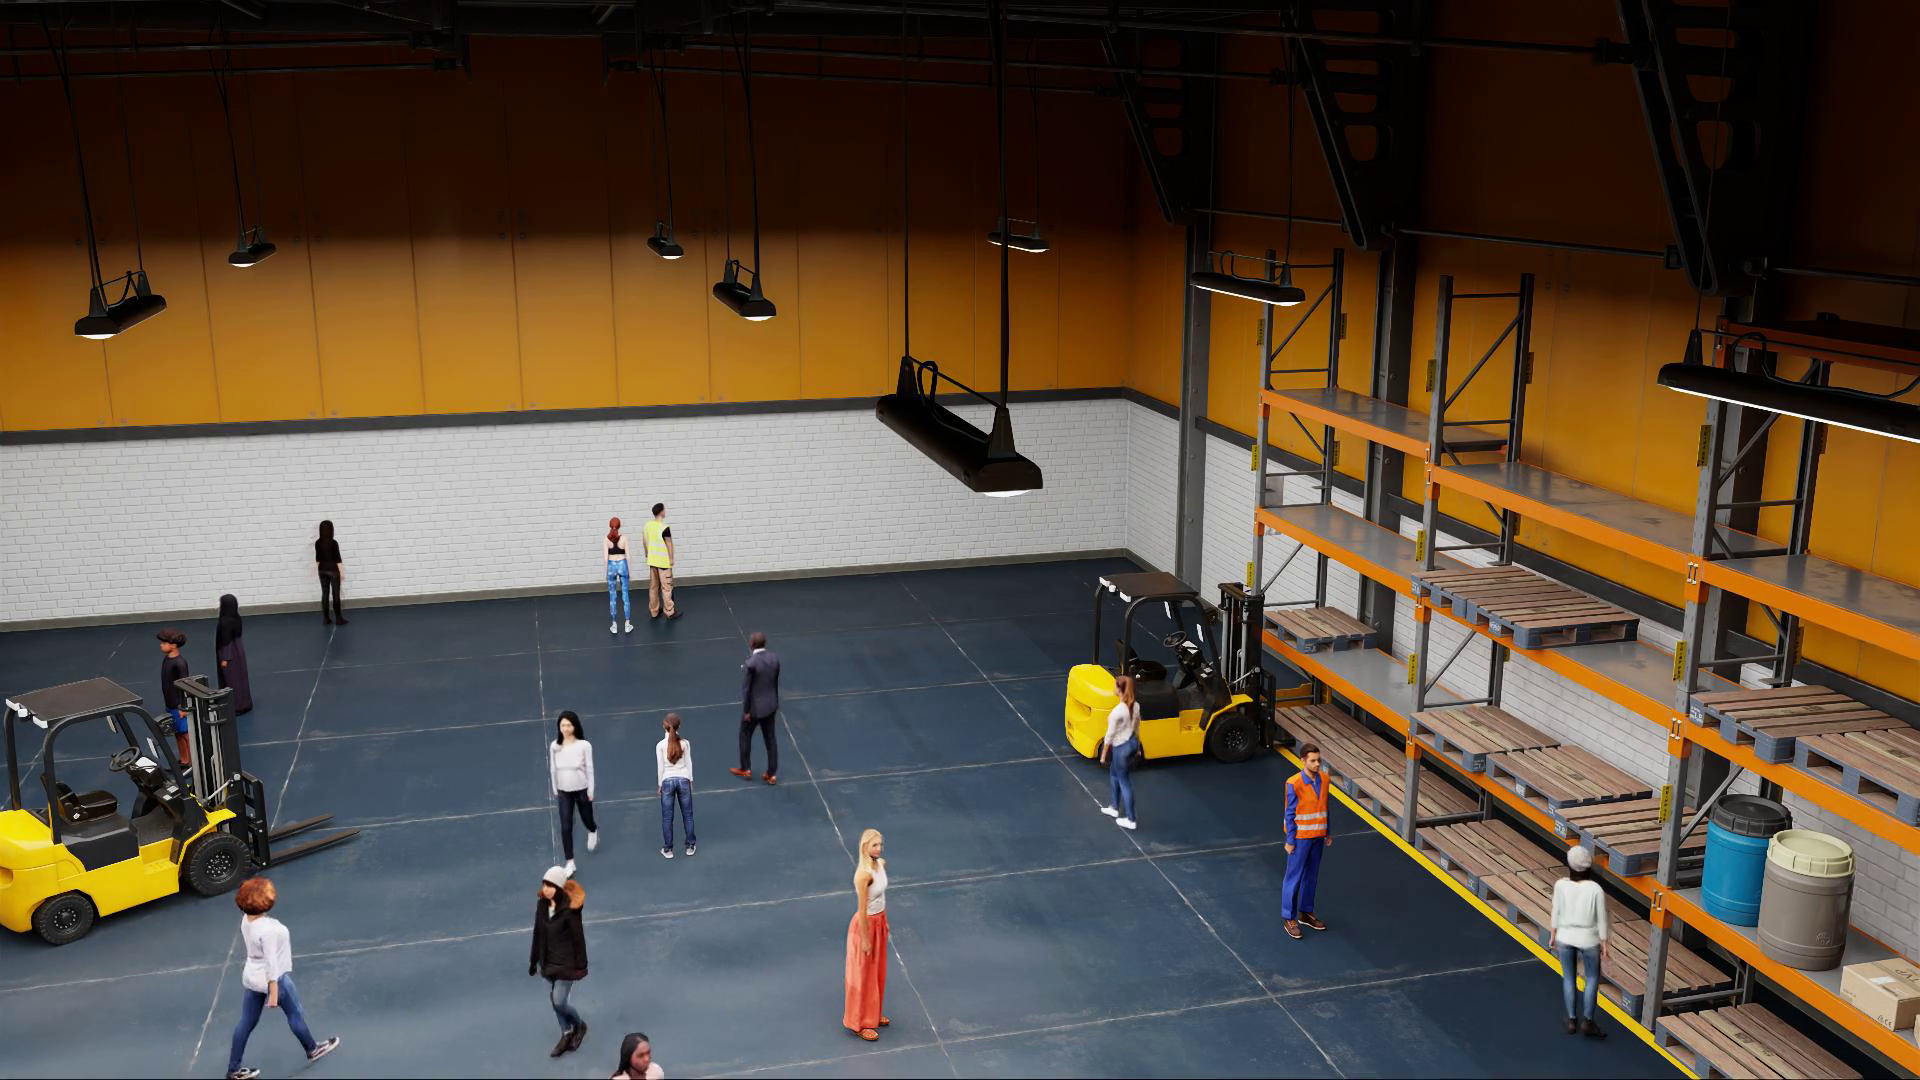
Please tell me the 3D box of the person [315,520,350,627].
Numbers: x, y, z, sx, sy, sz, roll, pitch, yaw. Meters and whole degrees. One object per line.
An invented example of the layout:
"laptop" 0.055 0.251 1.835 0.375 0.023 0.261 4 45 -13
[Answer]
"person" -9.697 0.500 25.557 0.663 1.641 0.655 3 14 11

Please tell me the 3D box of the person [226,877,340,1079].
"person" -5.572 3.493 13.125 1.146 1.674 1.097 12 18 40

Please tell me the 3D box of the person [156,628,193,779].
"person" -9.151 1.891 19.481 0.681 1.798 0.772 12 18 40

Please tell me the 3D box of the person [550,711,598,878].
"person" -3.918 2.545 17.030 0.799 1.679 1.099 0 14 2

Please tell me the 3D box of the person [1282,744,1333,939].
"person" 3.254 2.789 15.628 0.757 1.864 0.706 -8 16 -30

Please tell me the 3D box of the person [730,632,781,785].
"person" -2.251 1.963 19.174 0.925 1.802 1.019 -12 18 -41

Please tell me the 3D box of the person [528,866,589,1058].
"person" -3.223 3.410 13.574 0.752 1.624 0.816 8 16 30

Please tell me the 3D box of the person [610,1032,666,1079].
"person" -2.179 4.007 10.946 1.007 1.702 0.925 10 17 35

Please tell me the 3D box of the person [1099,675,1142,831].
"person" 1.838 2.309 17.946 0.919 1.706 0.843 11 17 38

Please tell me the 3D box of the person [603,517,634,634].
"person" -5.175 0.522 25.159 0.572 1.785 0.583 -3 14 -12

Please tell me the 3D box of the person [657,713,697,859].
"person" -2.965 2.540 17.307 0.519 1.559 0.516 -4 14 -15

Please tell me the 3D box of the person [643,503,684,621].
"person" -4.654 0.317 25.875 0.855 1.846 0.911 7 15 27

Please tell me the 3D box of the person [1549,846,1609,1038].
"person" 5.170 3.334 13.850 0.773 1.642 0.814 9 16 34

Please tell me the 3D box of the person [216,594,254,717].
"person" -9.463 1.472 21.601 0.705 1.612 0.590 -1 14 -2

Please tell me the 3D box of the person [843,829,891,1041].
"person" -0.754 3.252 13.853 0.792 1.801 0.705 5 15 20
